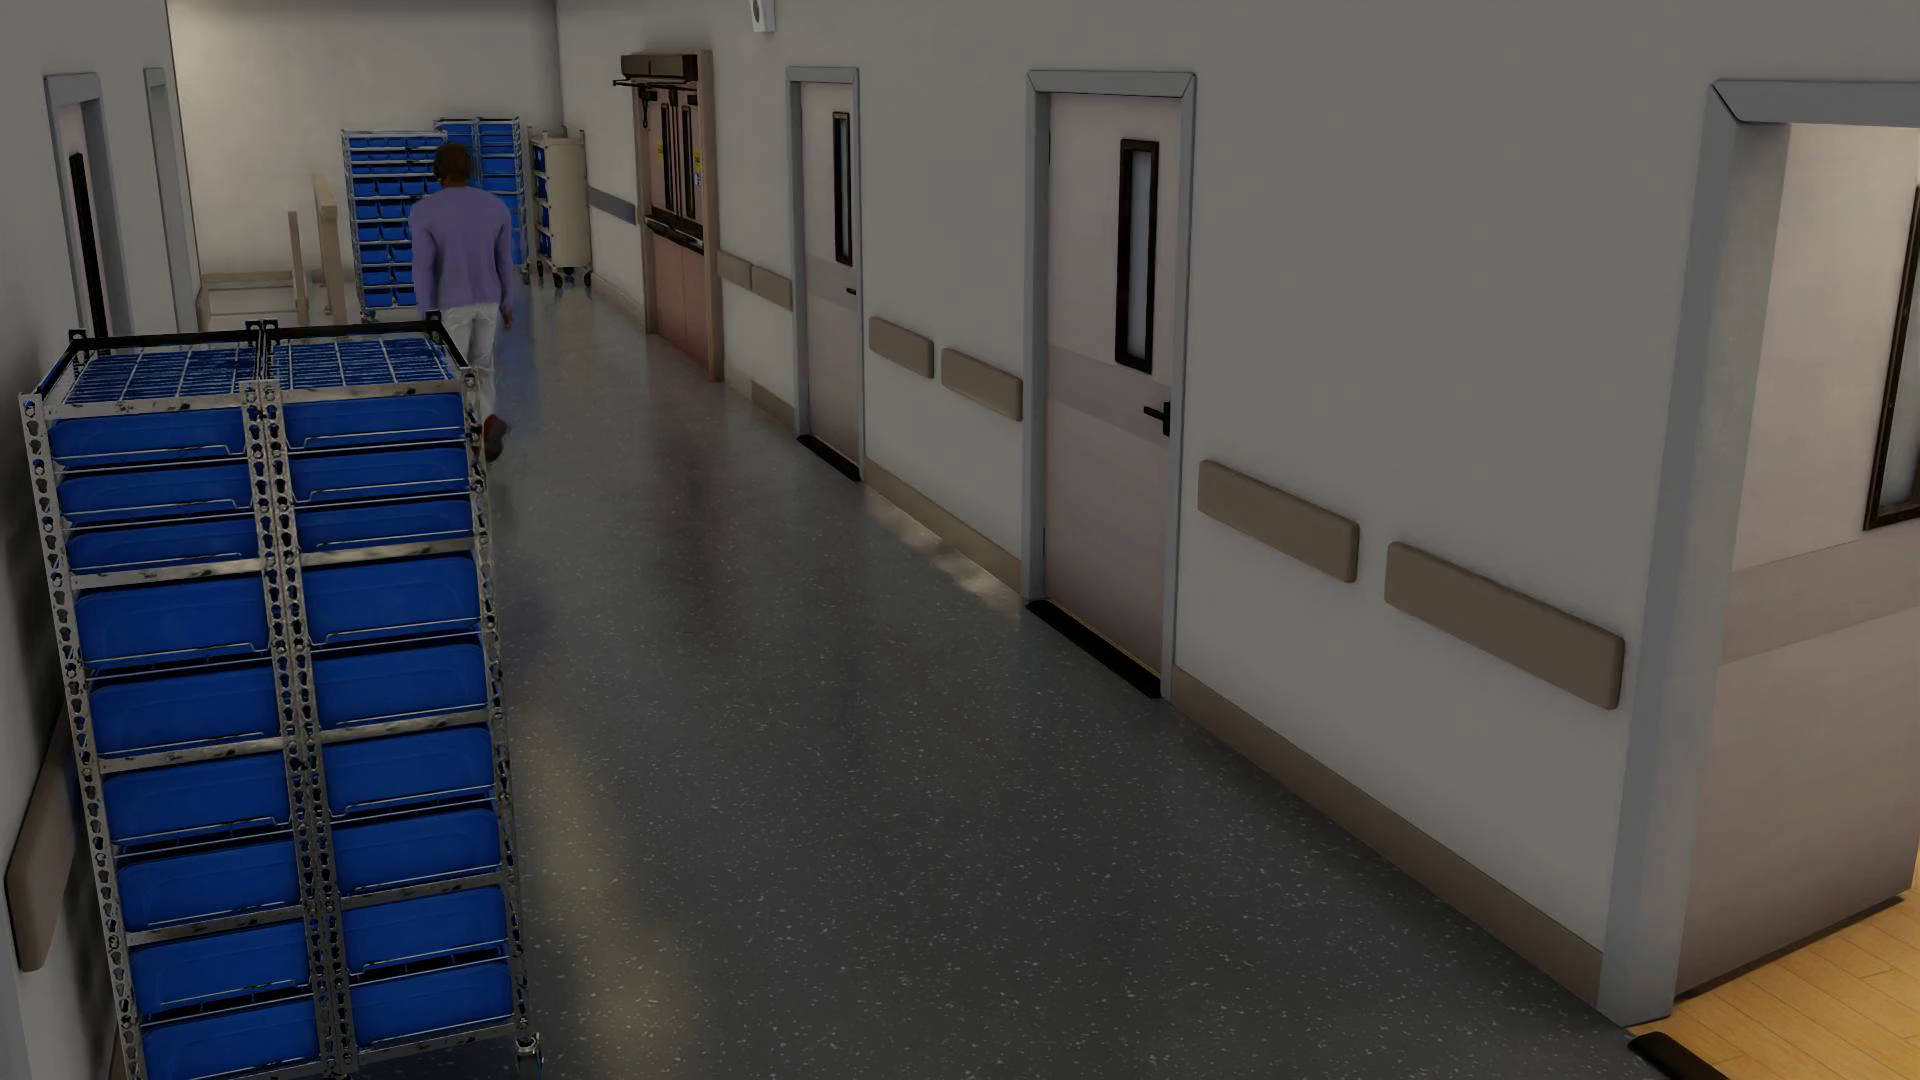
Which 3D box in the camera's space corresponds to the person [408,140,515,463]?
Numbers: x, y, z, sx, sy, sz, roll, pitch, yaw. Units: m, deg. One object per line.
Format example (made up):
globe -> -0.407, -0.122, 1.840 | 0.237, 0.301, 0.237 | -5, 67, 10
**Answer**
person -> -2.883, -1.377, 9.832 | 0.626, 1.924, 0.706 | -13, 21, -39
